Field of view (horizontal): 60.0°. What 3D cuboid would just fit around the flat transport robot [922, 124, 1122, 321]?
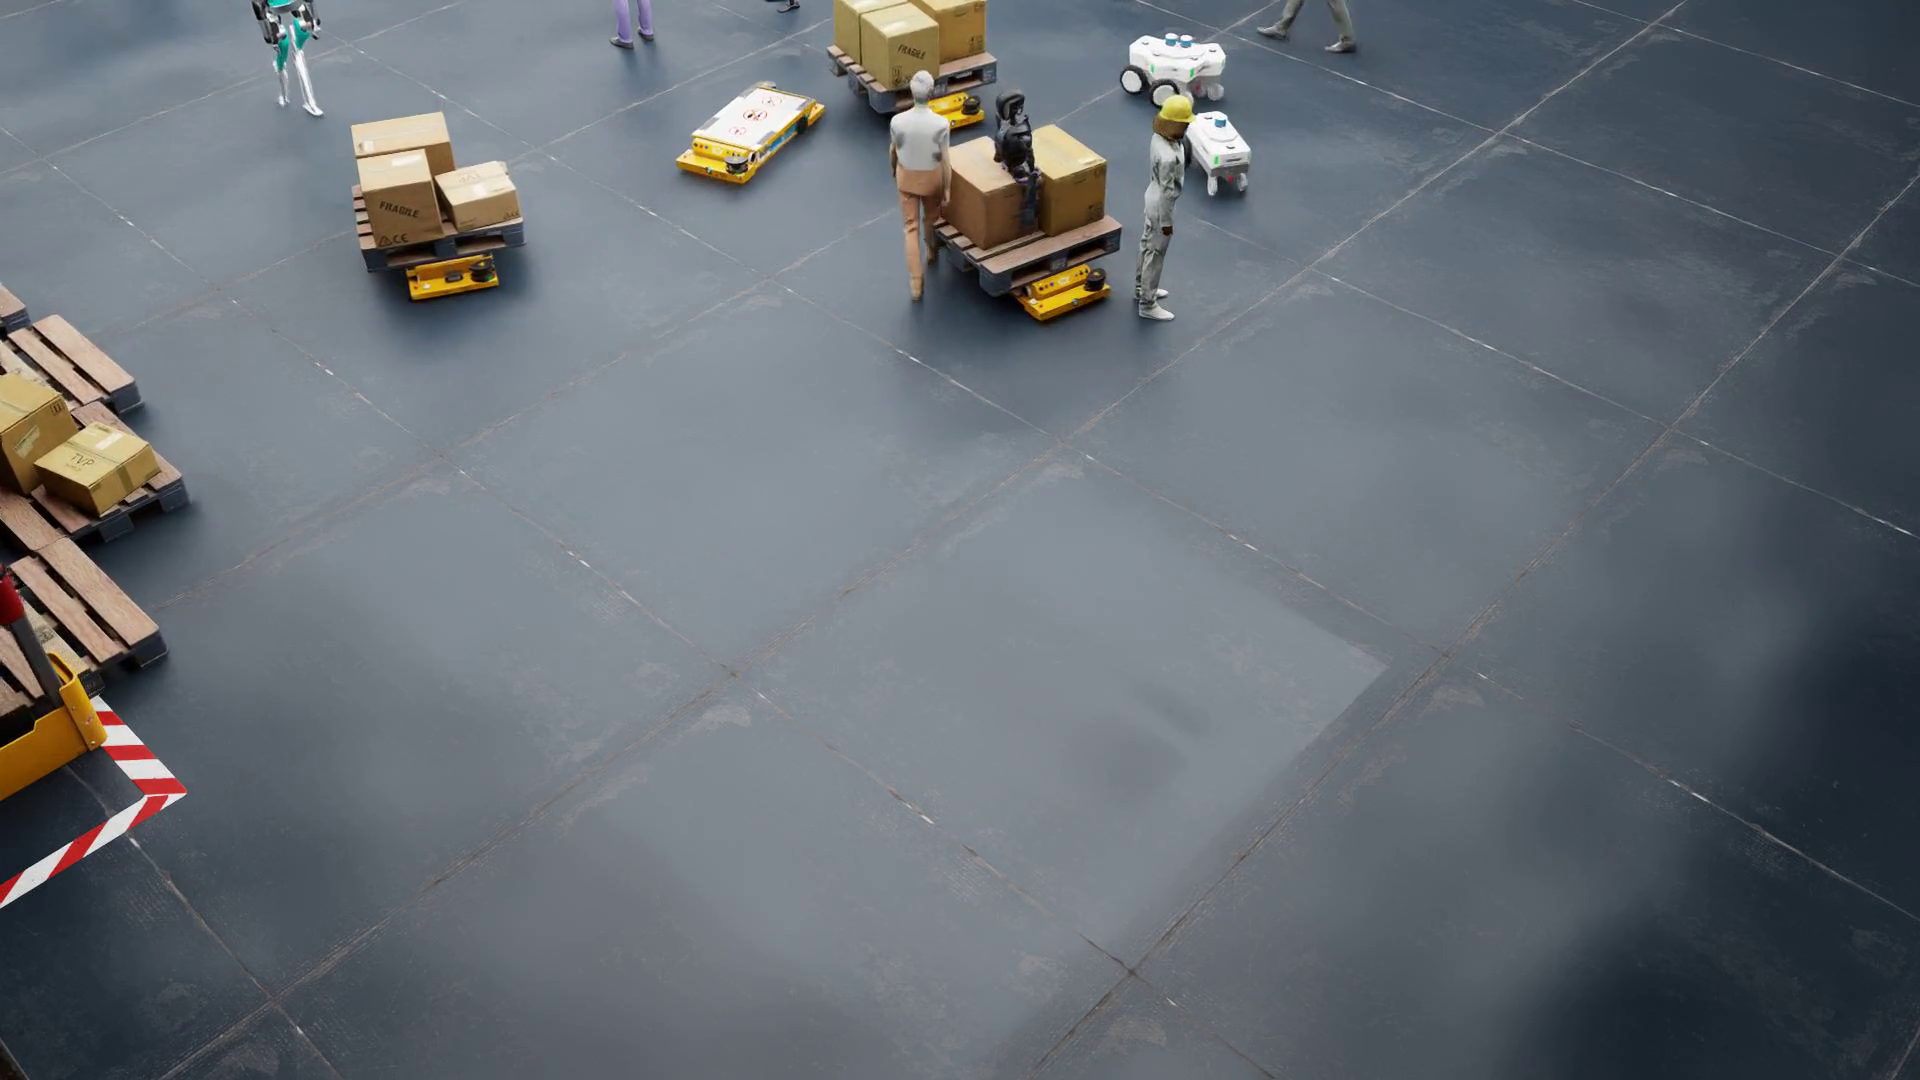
[{"bbox_3d":[0.478,-2.209,12.981,0.659,0.231,1.431,-24,47,-24],"label":"flat transport robot"}]

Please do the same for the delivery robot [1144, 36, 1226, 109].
[{"bbox_3d":[2.013,-4.268,15.043,0.769,0.577,0.499,-6,42,-7],"label":"delivery robot"}]

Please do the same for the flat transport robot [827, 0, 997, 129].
[{"bbox_3d":[-0.423,-4.099,15.082,0.659,0.231,1.431,-21,46,-22],"label":"flat transport robot"}]

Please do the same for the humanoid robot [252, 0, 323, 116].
[{"bbox_3d":[-5.908,-4.463,14.475,0.552,1.897,0.769,-32,51,-30],"label":"humanoid robot"}]

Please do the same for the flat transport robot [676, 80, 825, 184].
[{"bbox_3d":[-1.812,-3.563,14.487,0.659,0.231,1.431,18,45,19],"label":"flat transport robot"}]

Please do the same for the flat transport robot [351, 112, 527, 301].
[{"bbox_3d":[-4.091,-2.391,13.184,0.659,0.231,1.431,-13,44,-14],"label":"flat transport robot"}]

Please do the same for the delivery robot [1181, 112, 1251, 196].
[{"bbox_3d":[2.155,-3.288,13.981,0.499,0.614,0.815,-10,43,-11],"label":"delivery robot"}]

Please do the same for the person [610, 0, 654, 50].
[{"bbox_3d":[-3.137,-5.477,15.436,0.571,1.841,0.376,-32,51,-31],"label":"person"}]

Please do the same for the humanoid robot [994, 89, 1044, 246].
[{"bbox_3d":[0.465,-2.624,12.402,0.470,1.642,0.595,-20,46,-21],"label":"humanoid robot"}]

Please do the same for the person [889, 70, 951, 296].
[{"bbox_3d":[-0.296,-2.733,12.483,0.464,1.709,0.787,0,42,0],"label":"person"}]

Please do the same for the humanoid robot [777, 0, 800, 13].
[{"bbox_3d":[-1.781,-5.966,16.093,0.315,1.657,0.599,-17,45,-18],"label":"humanoid robot"}]

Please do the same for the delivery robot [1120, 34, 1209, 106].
[{"bbox_3d":[1.874,-4.292,15.095,0.814,0.611,0.499,27,48,26],"label":"delivery robot"}]

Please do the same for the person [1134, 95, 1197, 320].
[{"bbox_3d":[1.494,-2.434,12.130,0.321,1.740,0.491,-1,42,-1],"label":"person"}]

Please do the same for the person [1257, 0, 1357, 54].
[{"bbox_3d":[3.366,-5.420,15.419,0.969,1.788,0.630,8,43,9],"label":"person"}]
